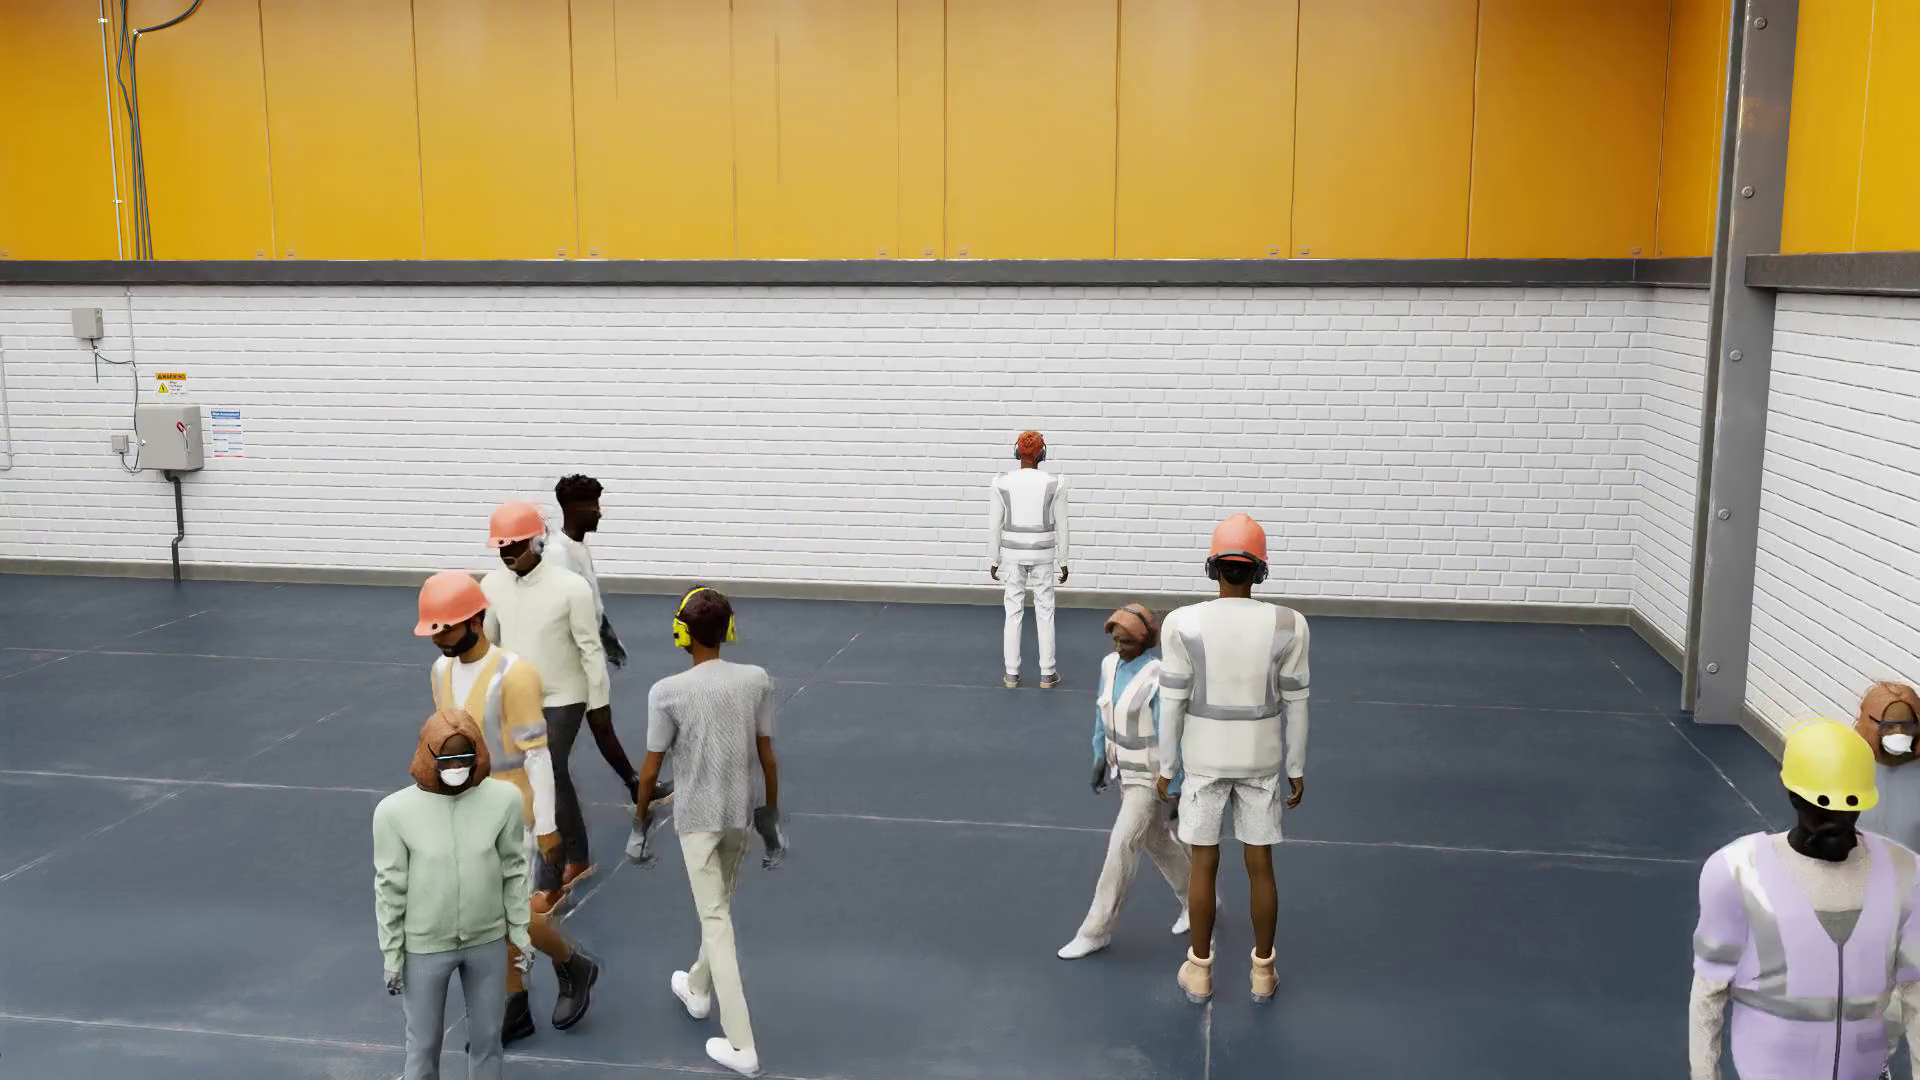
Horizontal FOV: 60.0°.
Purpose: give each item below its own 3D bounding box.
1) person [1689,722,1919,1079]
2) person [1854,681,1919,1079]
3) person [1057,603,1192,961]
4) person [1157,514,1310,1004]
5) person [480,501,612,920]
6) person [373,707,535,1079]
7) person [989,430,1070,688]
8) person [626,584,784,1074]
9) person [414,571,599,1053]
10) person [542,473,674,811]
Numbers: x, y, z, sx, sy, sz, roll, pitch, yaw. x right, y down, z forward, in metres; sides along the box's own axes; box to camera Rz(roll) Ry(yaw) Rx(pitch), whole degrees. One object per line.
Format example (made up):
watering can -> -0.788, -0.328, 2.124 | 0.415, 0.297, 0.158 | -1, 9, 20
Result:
person -> 2.269, 1.391, 4.428 | 0.589, 1.876, 0.994 | 0, 9, -1
person -> 3.206, 1.288, 5.847 | 0.504, 1.622, 0.379 | 2, 9, 14
person -> 0.833, 1.048, 7.421 | 0.842, 1.593, 0.535 | -4, 10, -24
person -> 1.124, 0.906, 6.903 | 0.616, 2.041, 0.383 | 0, 9, 2
person -> -2.038, 0.786, 7.901 | 0.617, 1.950, 0.859 | 4, 10, 25
person -> -1.656, 1.341, 5.480 | 0.498, 1.633, 0.284 | -6, 11, -31
person -> 0.505, 0.143, 12.097 | 0.583, 1.882, 0.337 | 1, 9, 7
person -> -1.036, 1.079, 6.462 | 0.546, 1.833, 0.888 | -7, 12, -37
person -> -1.807, 1.048, 6.454 | 0.591, 1.906, 0.537 | 7, 12, 37
person -> -2.020, 0.586, 9.228 | 0.992, 1.917, 0.610 | -2, 9, -9
